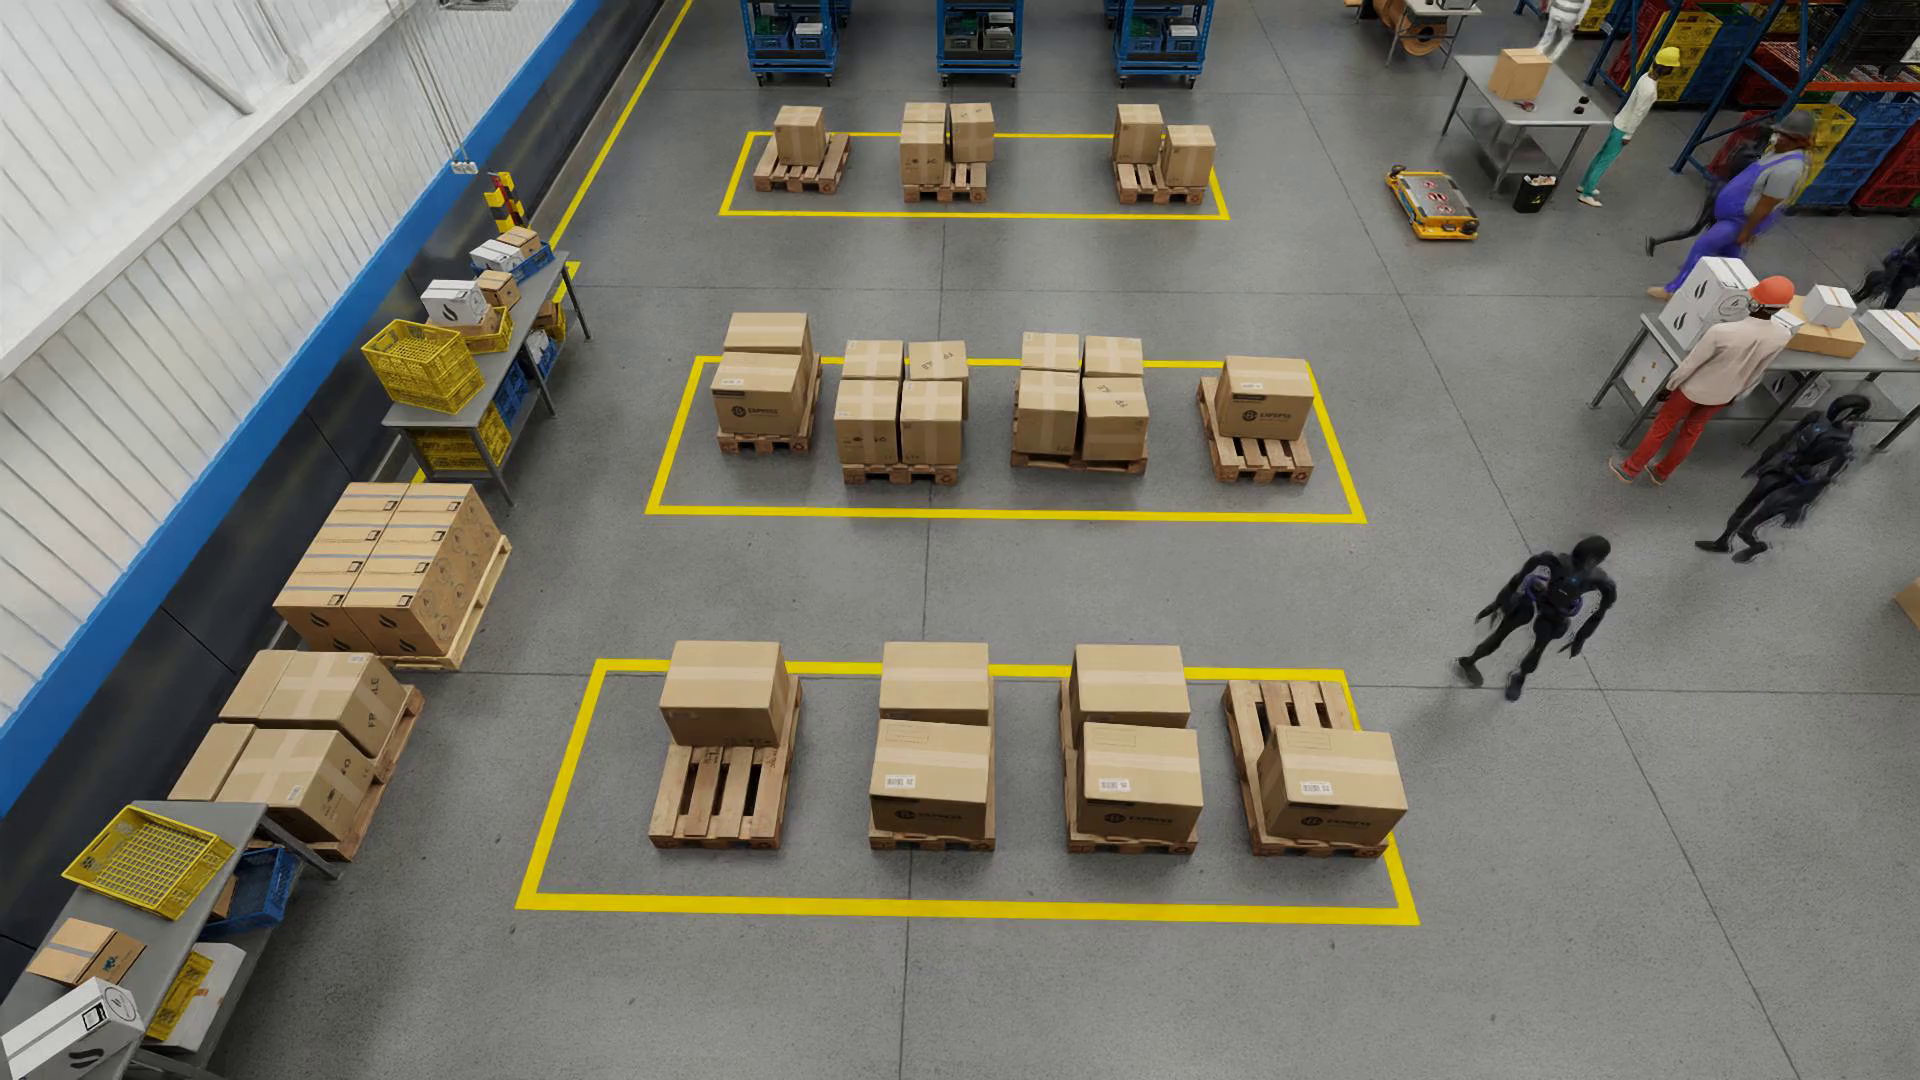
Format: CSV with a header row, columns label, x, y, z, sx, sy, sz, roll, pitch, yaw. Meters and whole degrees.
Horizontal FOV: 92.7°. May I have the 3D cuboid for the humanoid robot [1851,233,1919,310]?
label,x,y,z,sx,sy,sz,roll,pitch,yaw
humanoid robot,9.114,-2.611,8.899,0.580,1.624,0.791,3,49,3

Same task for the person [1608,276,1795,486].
label,x,y,z,sx,sy,sz,roll,pitch,yaw
person,6.075,-1.252,7.485,0.614,1.986,0.405,3,49,3

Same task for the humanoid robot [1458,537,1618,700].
label,x,y,z,sx,sy,sz,roll,pitch,yaw
humanoid robot,3.909,0.512,6.162,0.661,1.635,0.370,29,55,23

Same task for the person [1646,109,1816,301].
label,x,y,z,sx,sy,sz,roll,pitch,yaw
person,7.816,-3.331,9.246,0.810,2.000,0.701,25,54,20

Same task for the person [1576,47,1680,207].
label,x,y,z,sx,sy,sz,roll,pitch,yaw
person,7.807,-4.830,10.722,0.324,1.768,0.524,19,52,16

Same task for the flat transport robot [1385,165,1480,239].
label,x,y,z,sx,sy,sz,roll,pitch,yaw
flat transport robot,5.692,-4.094,11.059,0.652,0.197,1.431,1,49,1

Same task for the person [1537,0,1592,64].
label,x,y,z,sx,sy,sz,roll,pitch,yaw
person,8.515,-7.397,12.875,0.565,1.865,0.601,-30,56,-24

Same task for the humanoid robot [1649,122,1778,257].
label,x,y,z,sx,sy,sz,roll,pitch,yaw
humanoid robot,8.102,-3.677,9.797,0.616,1.629,0.566,19,52,16

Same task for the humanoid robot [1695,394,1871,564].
label,x,y,z,sx,sy,sz,roll,pitch,yaw
humanoid robot,6.292,-0.426,6.969,0.359,1.650,0.618,5,49,5
